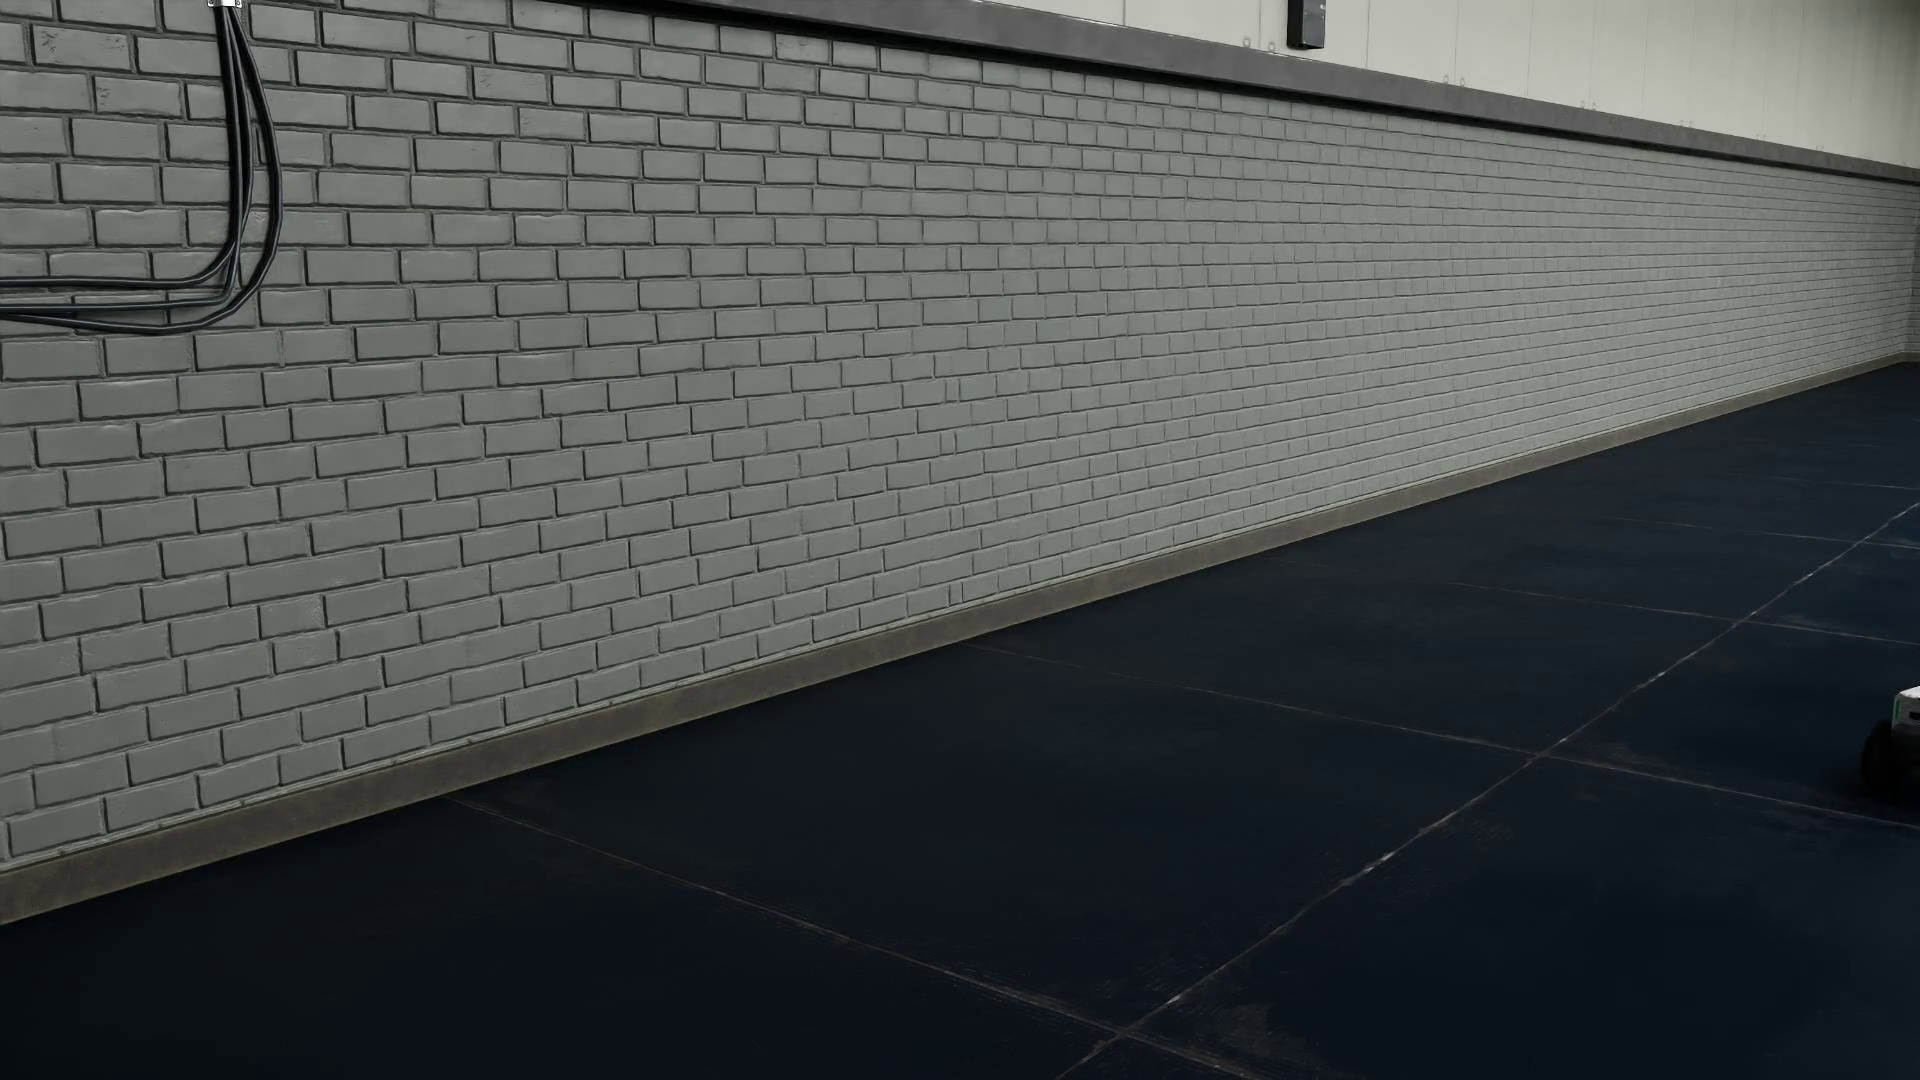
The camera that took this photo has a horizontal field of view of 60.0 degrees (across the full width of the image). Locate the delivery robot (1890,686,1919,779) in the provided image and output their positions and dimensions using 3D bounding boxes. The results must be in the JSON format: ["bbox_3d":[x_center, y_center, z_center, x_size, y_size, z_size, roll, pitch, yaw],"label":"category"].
[{"bbox_3d":[3.700,0.625,6.024,0.707,0.478,0.477,-7,13,-35],"label":"delivery robot"}]
